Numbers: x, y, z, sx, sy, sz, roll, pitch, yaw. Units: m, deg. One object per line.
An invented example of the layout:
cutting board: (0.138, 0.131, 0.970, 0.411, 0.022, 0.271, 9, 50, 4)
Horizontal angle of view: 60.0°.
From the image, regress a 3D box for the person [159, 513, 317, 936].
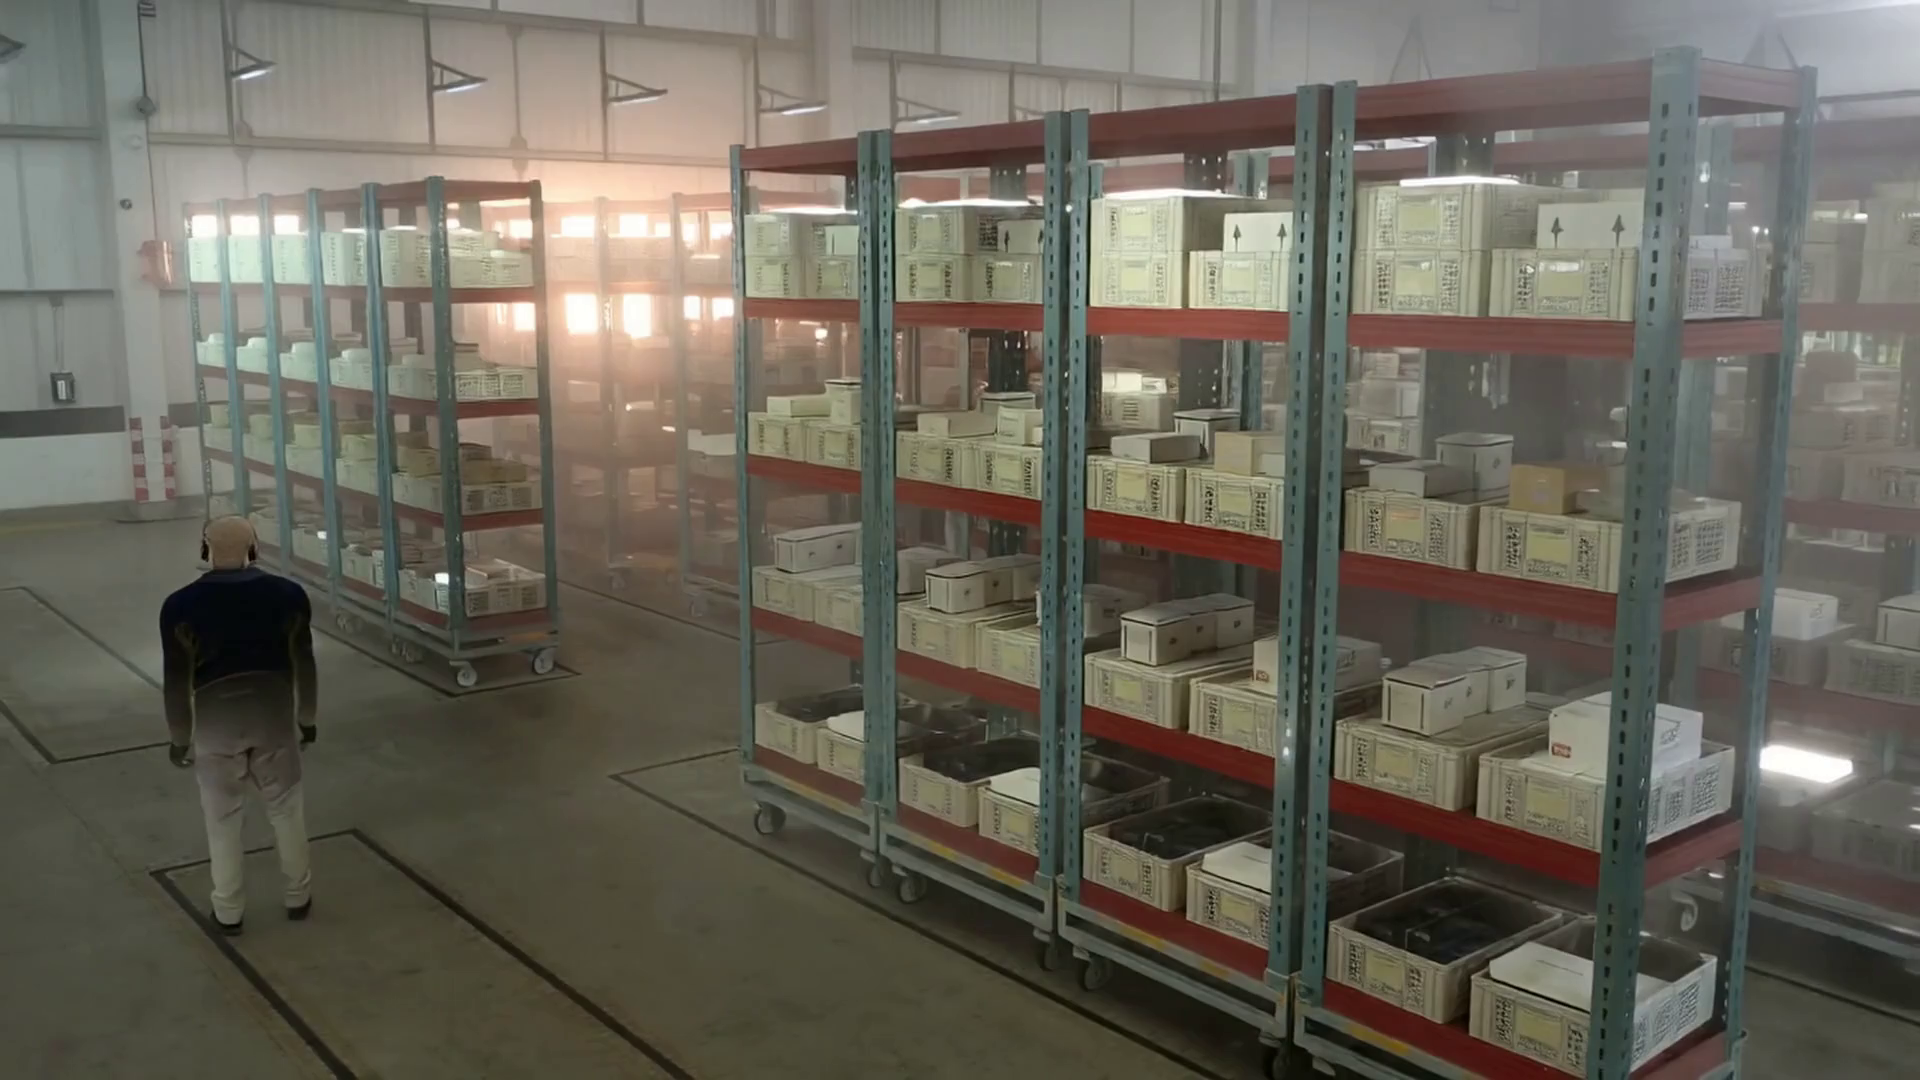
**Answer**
person: (-3.256, 0.824, 7.545, 0.645, 1.907, 0.400, -6, 11, -33)

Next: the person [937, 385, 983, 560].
person: (-0.002, -0.320, 14.185, 0.397, 1.992, 0.624, -6, 11, -33)
